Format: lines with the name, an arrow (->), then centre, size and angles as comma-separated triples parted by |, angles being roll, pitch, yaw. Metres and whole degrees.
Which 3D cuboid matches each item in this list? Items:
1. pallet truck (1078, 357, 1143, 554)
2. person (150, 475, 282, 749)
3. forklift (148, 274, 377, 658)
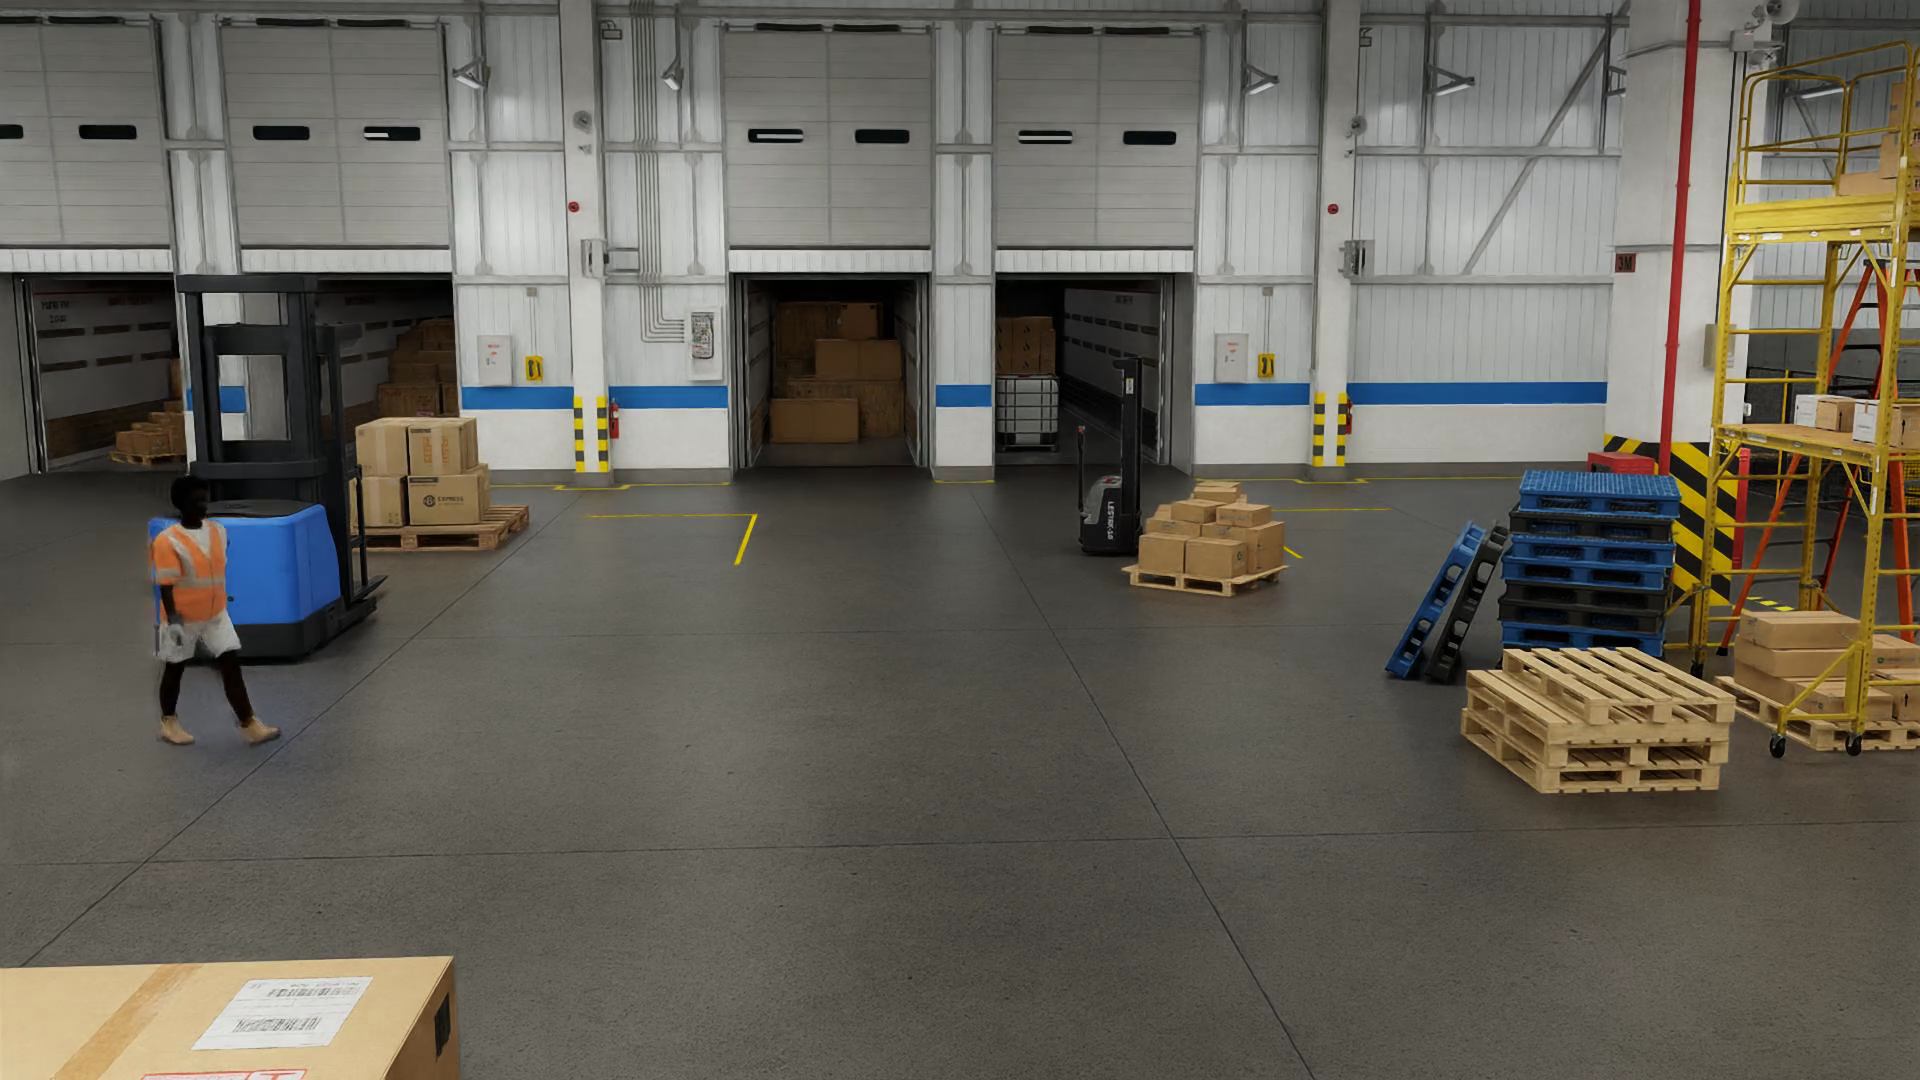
pallet truck -> 2.088, -0.836, 16.757 | 1.885, 1.965, 0.823 | 2, 9, 13
person -> -4.476, 0.440, 9.822 | 0.884, 1.642, 0.545 | 4, 10, 25
forklift -> -5.348, -0.627, 12.681 | 1.129, 2.768, 1.873 | -1, 9, -4
